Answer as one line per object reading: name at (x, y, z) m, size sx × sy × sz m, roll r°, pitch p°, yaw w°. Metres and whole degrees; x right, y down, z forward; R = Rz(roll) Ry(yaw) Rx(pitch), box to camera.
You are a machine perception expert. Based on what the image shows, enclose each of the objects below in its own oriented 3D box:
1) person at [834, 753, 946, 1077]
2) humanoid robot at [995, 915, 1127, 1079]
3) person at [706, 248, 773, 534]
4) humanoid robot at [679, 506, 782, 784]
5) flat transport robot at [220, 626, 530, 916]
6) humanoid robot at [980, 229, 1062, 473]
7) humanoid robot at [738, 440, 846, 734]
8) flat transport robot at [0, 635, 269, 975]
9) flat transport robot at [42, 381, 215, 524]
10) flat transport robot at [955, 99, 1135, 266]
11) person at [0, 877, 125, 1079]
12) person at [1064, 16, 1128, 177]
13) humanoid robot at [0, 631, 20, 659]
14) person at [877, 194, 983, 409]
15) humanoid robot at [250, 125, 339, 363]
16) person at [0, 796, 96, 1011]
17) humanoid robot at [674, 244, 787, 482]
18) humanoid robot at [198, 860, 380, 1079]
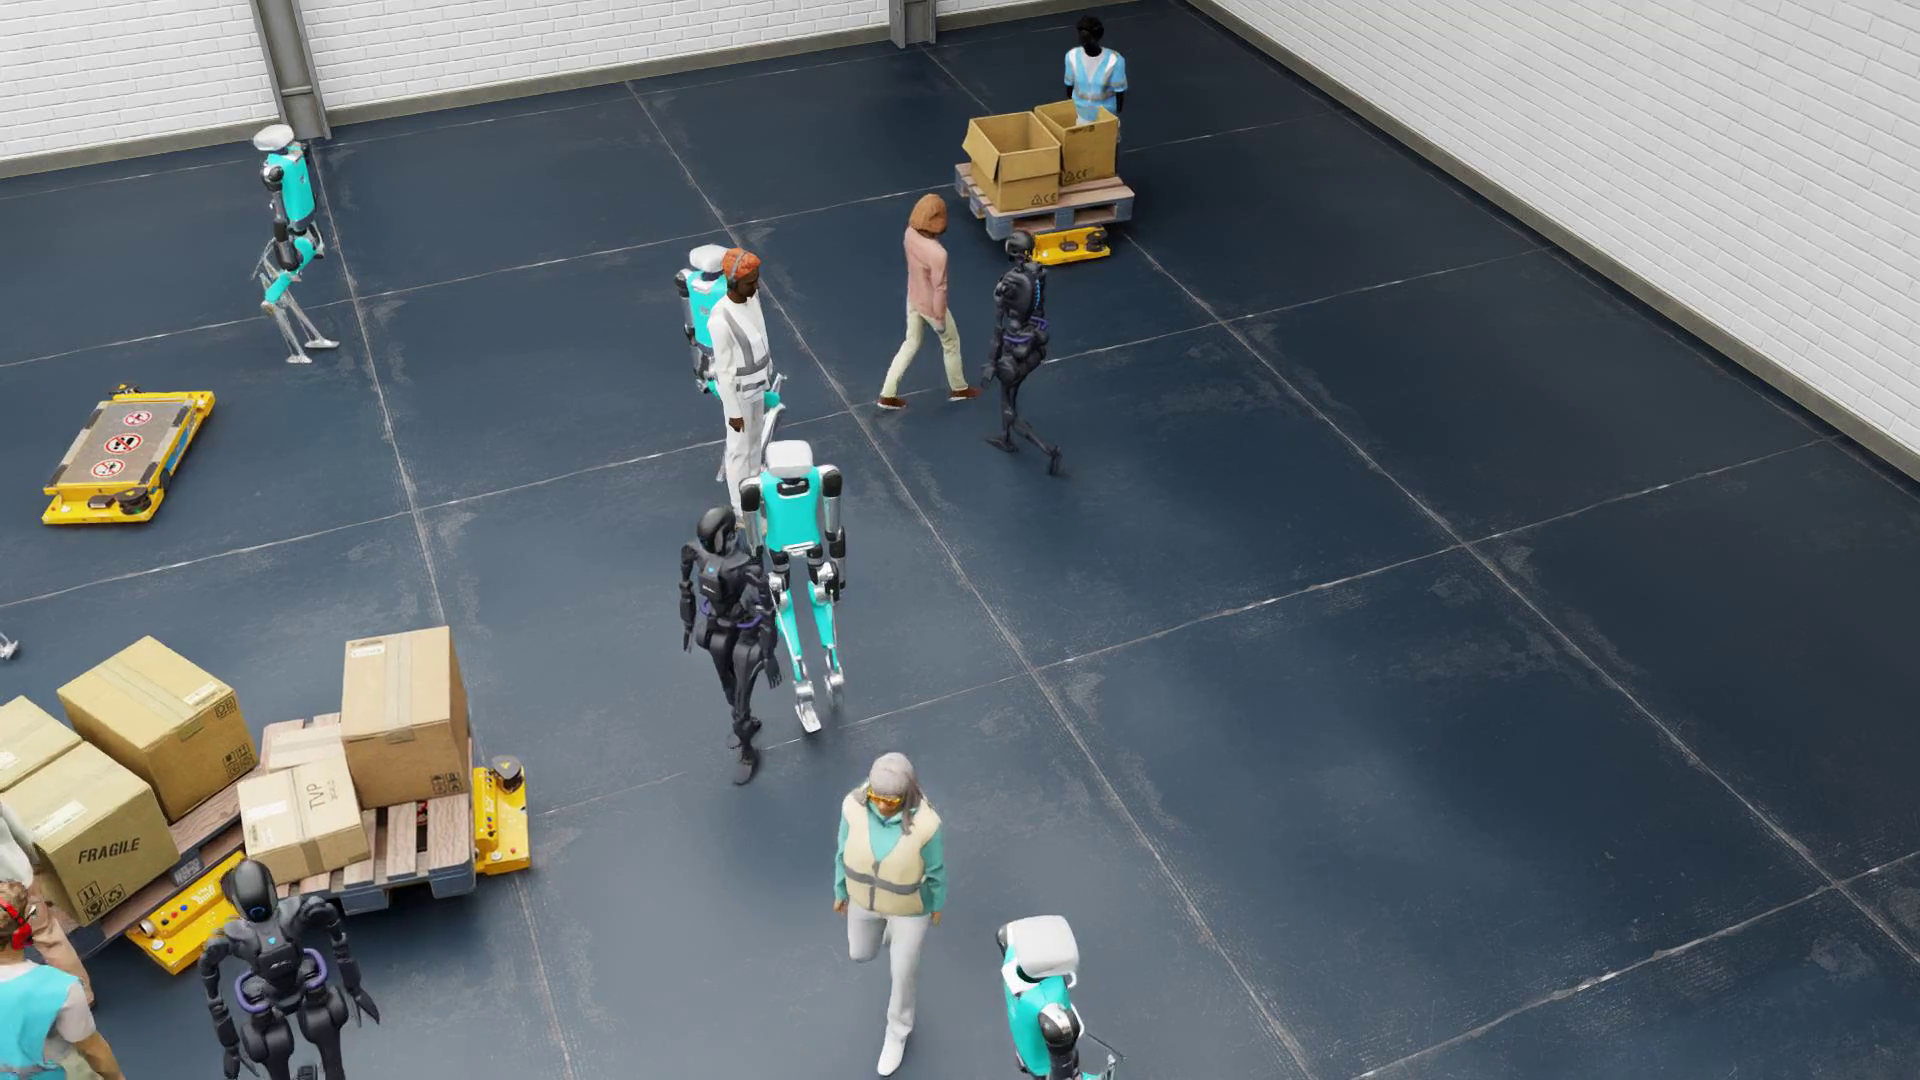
person at (-0.280, 1.510, 7.133) m, size 0.477 × 1.692 × 0.636 m, roll 12°, pitch 39°, yaw 16°
humanoid robot at (0.484, 2.040, 6.404) m, size 0.675 × 1.790 × 0.531 m, roll -13°, pitch 39°, yaw -16°
person at (-1.300, -0.917, 10.140) m, size 0.356 × 1.887 × 0.572 m, roll 8°, pitch 38°, yaw 10°
humanoid robot at (-1.191, 0.504, 8.469) m, size 0.609 × 1.634 × 0.563 m, roll 17°, pitch 41°, yaw 21°
flat transport robot at (-2.910, 1.482, 8.344) m, size 1.431 × 0.231 × 0.659 m, roll -9°, pitch 38°, yaw -11°
humanoid robot at (0.434, -1.217, 10.716) m, size 0.628 × 1.628 × 0.616 m, roll 24°, pitch 43°, yaw 28°
humanoid robot at (-0.789, 0.386, 8.605) m, size 0.534 × 1.852 × 0.699 m, roll -11°, pitch 39°, yaw -14°
flat transport robot at (-4.059, 1.562, 8.240) m, size 1.431 × 0.231 × 0.659 m, roll 23°, pitch 43°, yaw 27°
flat transport robot at (-5.509, -0.598, 11.052) m, size 0.659 × 0.231 × 1.431 m, roll -2°, pitch 38°, yaw -3°
flat transport robot at (0.668, -2.689, 13.773) m, size 0.659 × 0.231 × 1.431 m, roll -11°, pitch 39°, yaw -14°
person at (-3.477, 2.054, 6.325) m, size 0.605 × 1.819 × 0.496 m, roll 4°, pitch 38°, yaw 5°
person at (1.133, -3.569, 13.778) m, size 0.547 × 1.658 × 0.616 m, roll 12°, pitch 39°, yaw 15°
humanoid robot at (-5.649, -0.064, 9.203) m, size 0.861 × 1.827 × 0.530 m, roll 16°, pitch 40°, yaw 20°
person at (-0.241, -1.590, 11.264) m, size 0.793 × 1.612 × 0.512 m, roll -22°, pitch 43°, yaw -26°
humanoid robot at (-4.817, -2.058, 11.750) m, size 0.678 × 1.813 × 0.532 m, roll 4°, pitch 38°, yaw 5°
person at (-4.184, 1.516, 7.155) m, size 0.412 × 1.661 × 0.493 m, roll 15°, pitch 40°, yaw 19°
humanoid robot at (-1.363, -1.082, 10.514) m, size 0.541 × 1.851 × 0.672 m, roll 22°, pitch 42°, yaw 26°
humanoid robot at (-2.703, 1.880, 6.691) m, size 0.615 × 1.640 × 0.490 m, roll -22°, pitch 43°, yaw -26°
